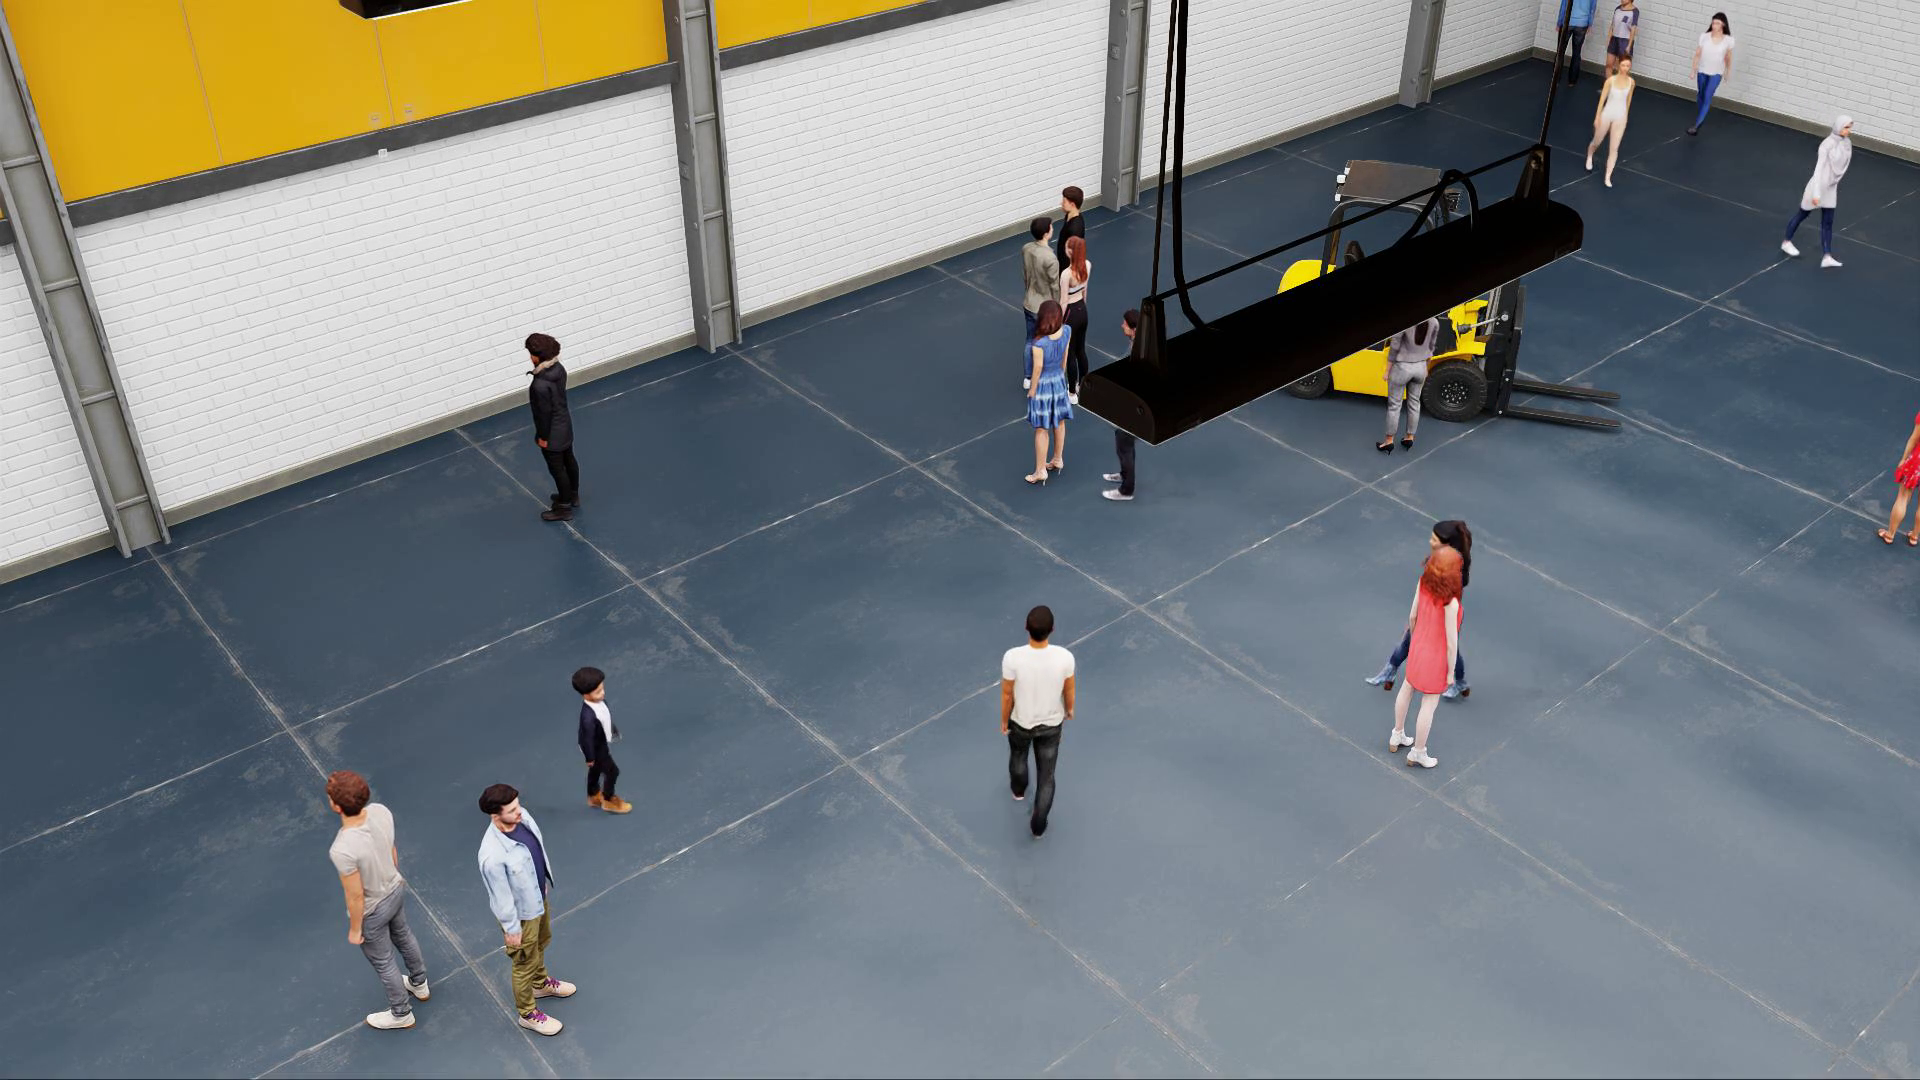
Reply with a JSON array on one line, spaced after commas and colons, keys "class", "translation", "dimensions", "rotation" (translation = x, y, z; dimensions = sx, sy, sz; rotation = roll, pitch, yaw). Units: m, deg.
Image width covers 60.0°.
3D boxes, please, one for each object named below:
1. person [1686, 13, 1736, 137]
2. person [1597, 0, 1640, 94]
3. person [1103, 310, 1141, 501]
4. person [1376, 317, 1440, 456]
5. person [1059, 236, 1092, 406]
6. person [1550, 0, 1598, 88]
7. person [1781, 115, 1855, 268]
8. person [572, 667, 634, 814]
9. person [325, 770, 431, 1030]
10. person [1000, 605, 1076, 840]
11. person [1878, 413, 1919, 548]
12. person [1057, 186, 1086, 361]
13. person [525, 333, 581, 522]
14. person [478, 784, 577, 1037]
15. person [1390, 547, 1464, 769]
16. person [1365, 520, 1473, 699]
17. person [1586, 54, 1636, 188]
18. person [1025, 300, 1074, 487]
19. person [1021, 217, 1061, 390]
[{"class": "person", "translation": [10.282, -6.376, 22.748], "dimensions": [0.793, 1.638, 1.200], "rotation": [20, 38, 27]}, {"class": "person", "translation": [9.595, -7.245, 24.122], "dimensions": [0.541, 1.564, 0.591], "rotation": [-21, 39, -28]}, {"class": "person", "translation": [1.565, -1.189, 14.755], "dimensions": [0.877, 1.848, 0.790], "rotation": [7, 34, 10]}, {"class": "person", "translation": [4.168, -1.563, 15.470], "dimensions": [0.669, 1.678, 0.774], "rotation": [-8, 34, -12]}, {"class": "person", "translation": [1.118, -2.167, 16.323], "dimensions": [0.668, 1.741, 0.491], "rotation": [26, 42, 34]}, {"class": "person", "translation": [9.023, -7.600, 24.427], "dimensions": [0.742, 1.817, 0.765], "rotation": [7, 34, 11]}, {"class": "person", "translation": [9.846, -4.040, 19.149], "dimensions": [1.123, 1.732, 0.965], "rotation": [-11, 35, -15]}, {"class": "person", "translation": [-2.566, 1.377, 11.466], "dimensions": [0.675, 1.214, 0.619], "rotation": [-2, 34, -3]}, {"class": "person", "translation": [-3.427, 2.106, 9.753], "dimensions": [0.808, 1.897, 0.709], "rotation": [7, 34, 11]}, {"class": "person", "translation": [0.512, 1.260, 11.129], "dimensions": [0.980, 1.783, 1.019], "rotation": [0, 34, -1]}, {"class": "person", "translation": [8.239, -0.656, 14.182], "dimensions": [0.663, 1.593, 0.705], "rotation": [7, 34, 11]}, {"class": "person", "translation": [1.139, -2.747, 17.087], "dimensions": [0.785, 1.861, 0.772], "rotation": [-3, 34, -4]}, {"class": "person", "translation": [-3.545, -0.997, 14.527], "dimensions": [0.797, 1.780, 0.728], "rotation": [5, 34, 7]}, {"class": "person", "translation": [-2.579, 2.138, 9.782], "dimensions": [0.812, 1.812, 0.746], "rotation": [4, 34, 5]}, {"class": "person", "translation": [3.307, 0.825, 11.743], "dimensions": [0.591, 1.828, 0.638], "rotation": [-14, 36, -20]}, {"class": "person", "translation": [3.631, 0.561, 12.366], "dimensions": [1.099, 1.578, 1.017], "rotation": [1, 34, 2]}, {"class": "person", "translation": [8.338, -5.420, 21.334], "dimensions": [1.010, 1.611, 1.079], "rotation": [4, 34, 6]}, {"class": "person", "translation": [0.793, -1.339, 15.018], "dimensions": [0.756, 1.806, 0.548], "rotation": [26, 42, 34]}, {"class": "person", "translation": [0.787, -2.307, 16.420], "dimensions": [0.595, 1.865, 0.709], "rotation": [-22, 39, -29]}]
